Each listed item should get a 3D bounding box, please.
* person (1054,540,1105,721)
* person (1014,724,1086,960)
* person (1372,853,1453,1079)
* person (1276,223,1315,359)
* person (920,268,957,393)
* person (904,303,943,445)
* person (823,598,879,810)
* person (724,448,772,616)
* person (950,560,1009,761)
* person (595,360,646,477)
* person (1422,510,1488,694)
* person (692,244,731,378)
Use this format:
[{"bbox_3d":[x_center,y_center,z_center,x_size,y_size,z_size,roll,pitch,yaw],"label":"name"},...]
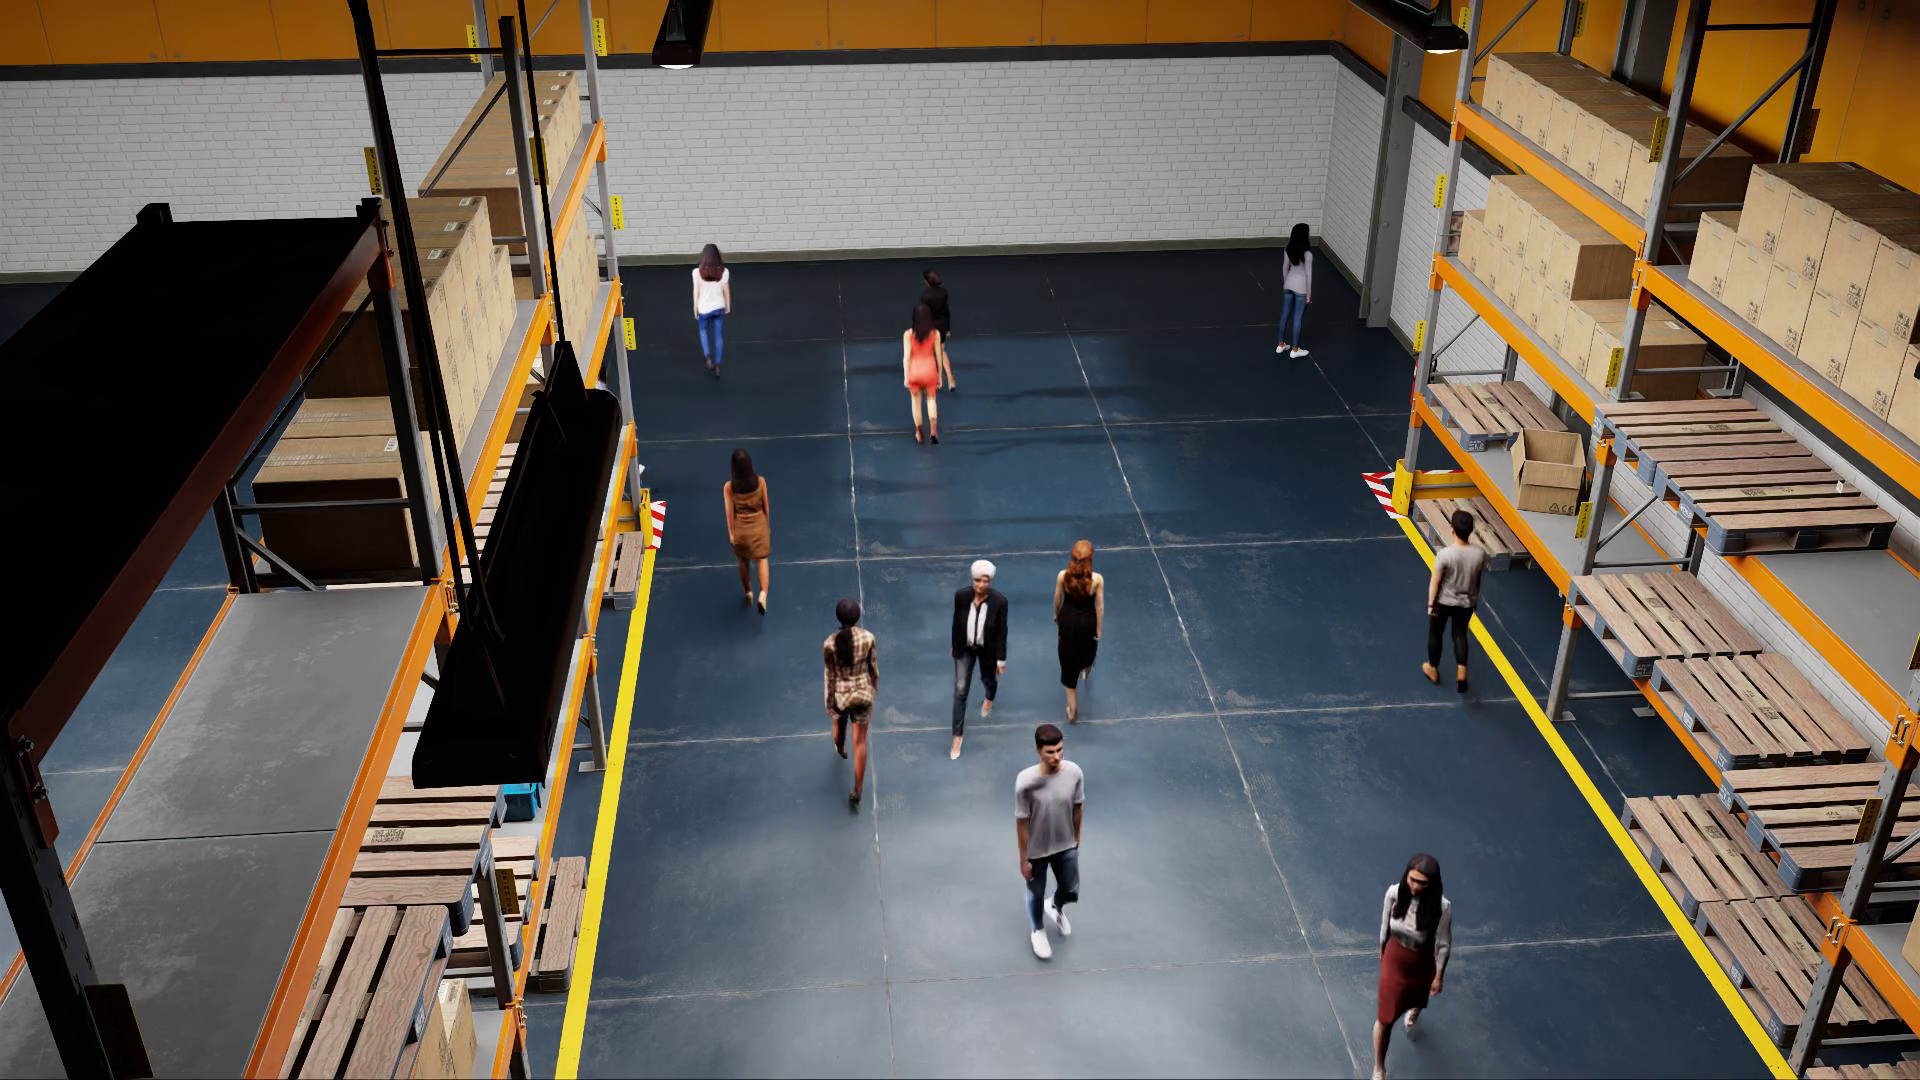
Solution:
[{"bbox_3d":[0.982,0.787,14.009,0.653,1.583,1.070,1,29,2],"label":"person"},{"bbox_3d":[0.570,2.020,11.441,0.746,1.877,0.759,-10,30,-18],"label":"person"},{"bbox_3d":[2.856,2.654,10.449,1.001,1.715,1.164,15,32,25],"label":"person"},{"bbox_3d":[4.261,-3.181,21.125,0.749,1.735,0.646,-21,35,-33],"label":"person"},{"bbox_3d":[-0.263,-2.444,19.887,0.769,1.627,0.872,-19,34,-30],"label":"person"},{"bbox_3d":[-0.410,-1.812,18.644,0.619,1.708,0.826,-5,29,-9],"label":"person"},{"bbox_3d":[-0.827,1.304,12.887,0.682,1.751,1.064,-6,29,-11],"label":"person"},{"bbox_3d":[-1.936,-0.033,15.421,0.665,1.671,0.967,-7,29,-13],"label":"person"},{"bbox_3d":[0.140,0.894,13.810,0.987,1.746,1.191,7,29,13],"label":"person"},{"bbox_3d":[-3.701,-1.219,17.556,0.720,1.708,0.820,-4,29,-7],"label":"person"},{"bbox_3d":[4.268,0.561,14.298,0.640,1.703,0.878,-1,29,-1],"label":"person"},{"bbox_3d":[-3.035,-2.775,20.452,0.655,1.667,0.638,-7,29,-13],"label":"person"}]
